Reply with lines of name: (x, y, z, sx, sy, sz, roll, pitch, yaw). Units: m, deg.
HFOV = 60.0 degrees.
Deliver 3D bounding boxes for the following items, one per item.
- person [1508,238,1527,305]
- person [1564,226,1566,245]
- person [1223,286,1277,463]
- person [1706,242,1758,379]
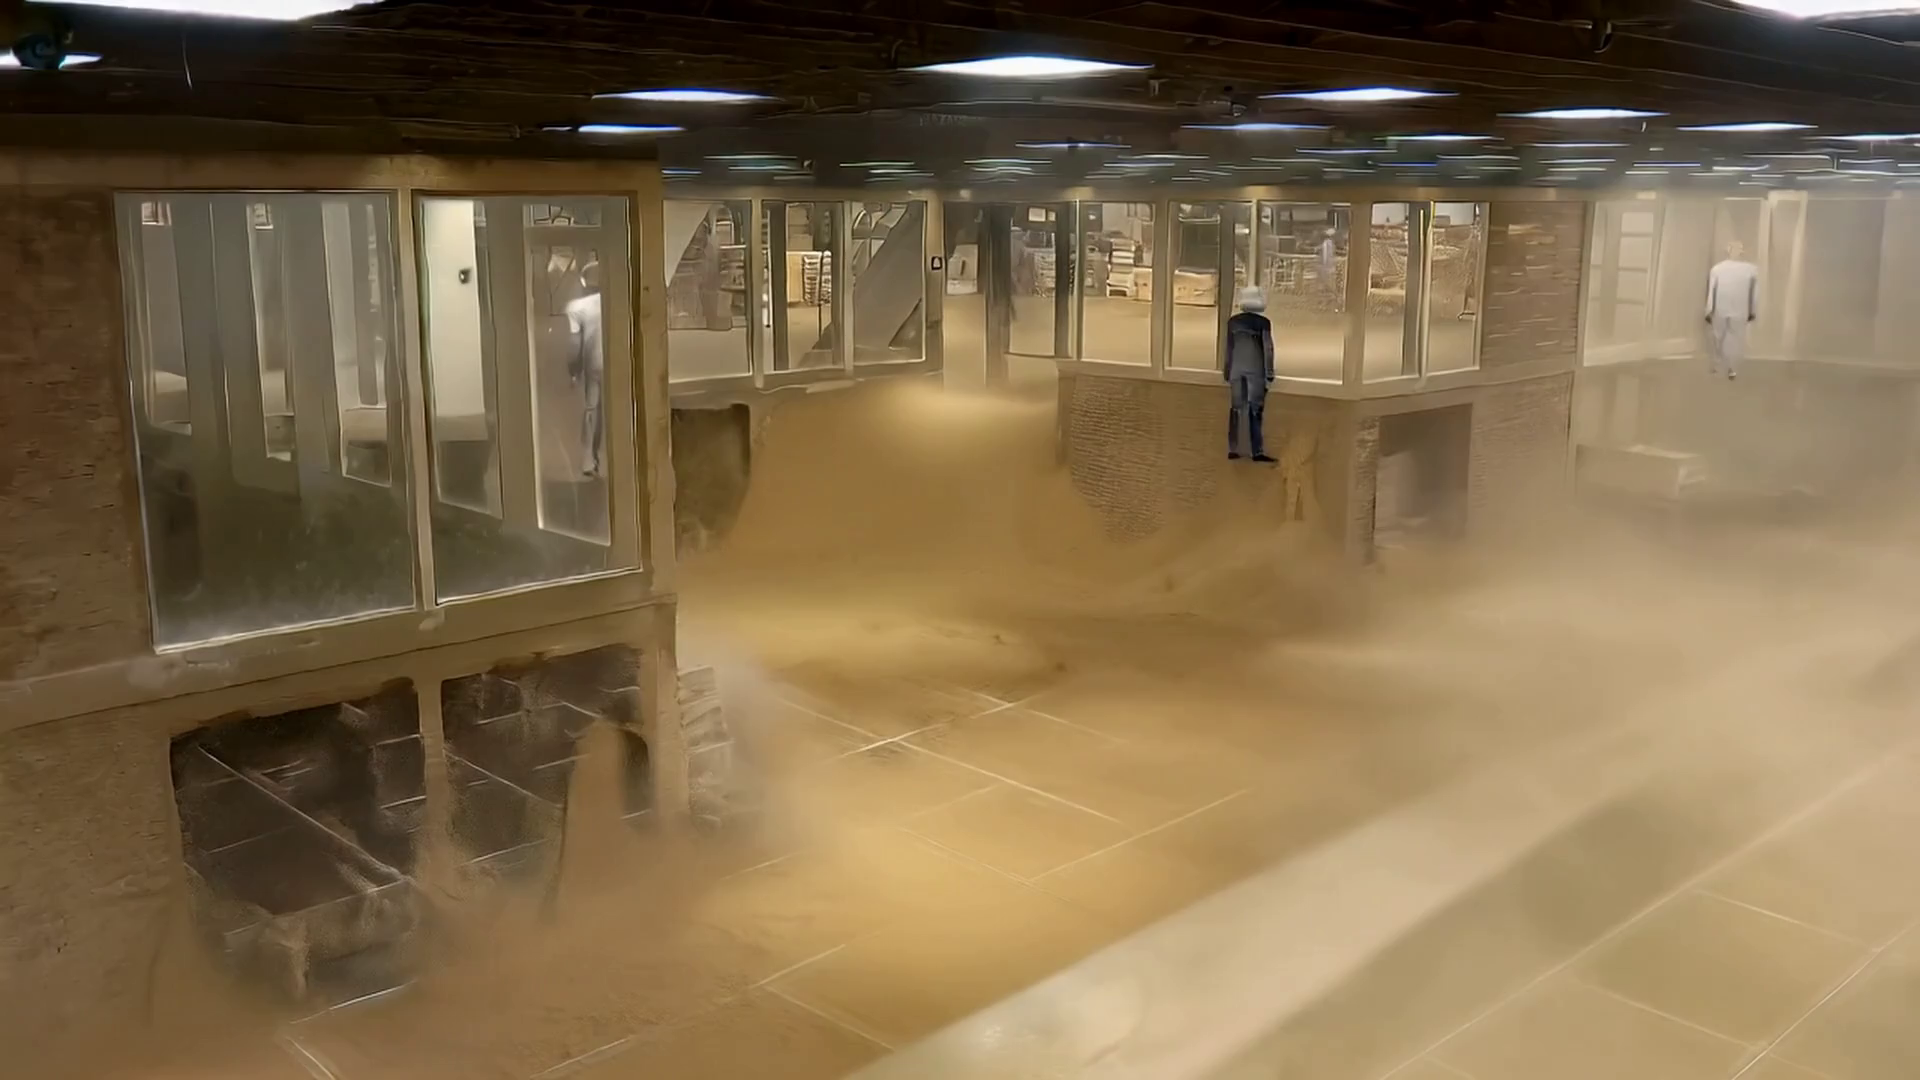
person: (12.518, -6.129, 37.629, 0.628, 1.944, 1.053, -8, 14, -36)
person: (16.949, -7.844, 46.364, 1.046, 1.878, 0.550, -9, 14, -38)
person: (2.678, -1.506, 15.253, 0.607, 1.621, 0.291, 10, 15, 40)
person: (10.619, -3.155, 22.914, 0.645, 1.870, 0.979, 4, 12, 21)
